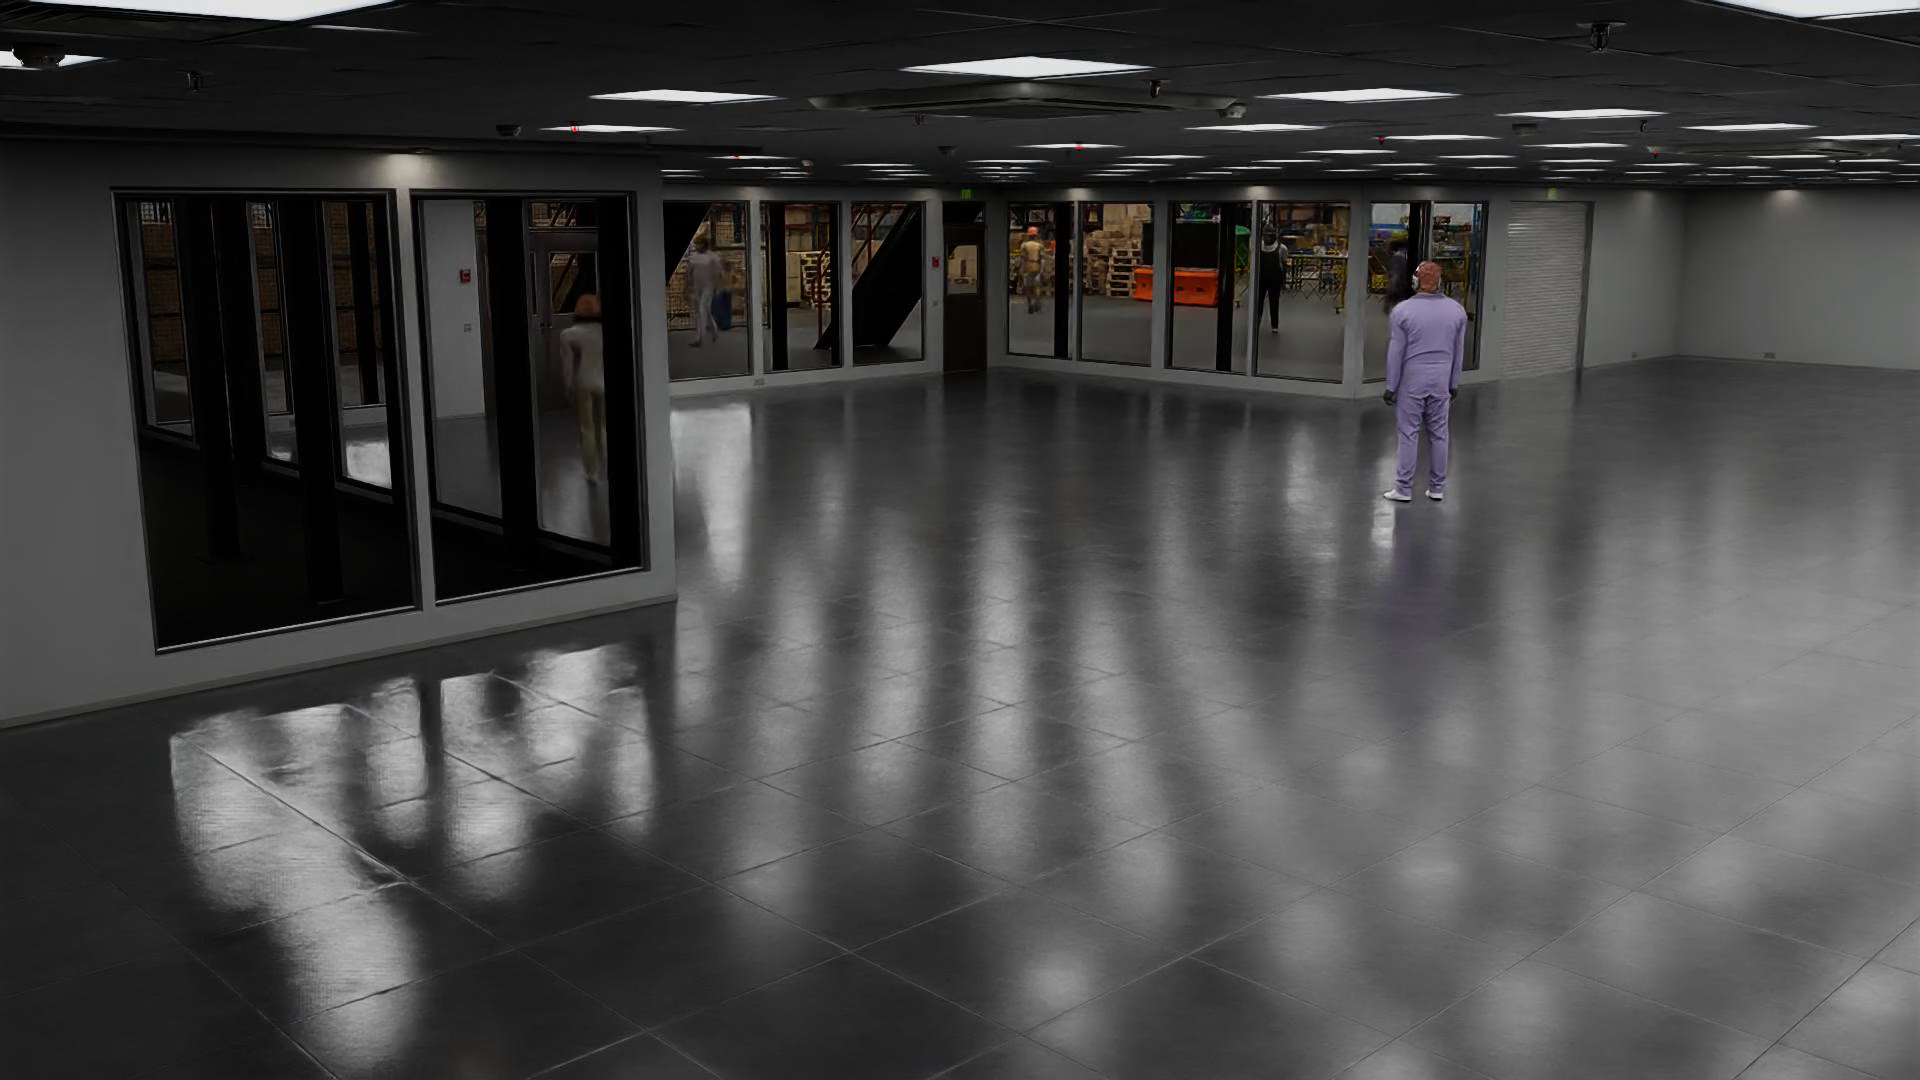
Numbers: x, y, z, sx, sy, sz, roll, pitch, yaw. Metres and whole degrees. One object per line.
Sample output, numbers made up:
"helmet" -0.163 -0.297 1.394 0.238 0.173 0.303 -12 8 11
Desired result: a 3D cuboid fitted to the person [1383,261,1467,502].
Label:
"person" 3.667 -1.249 13.222 0.641 1.908 0.407 -2 12 -12
